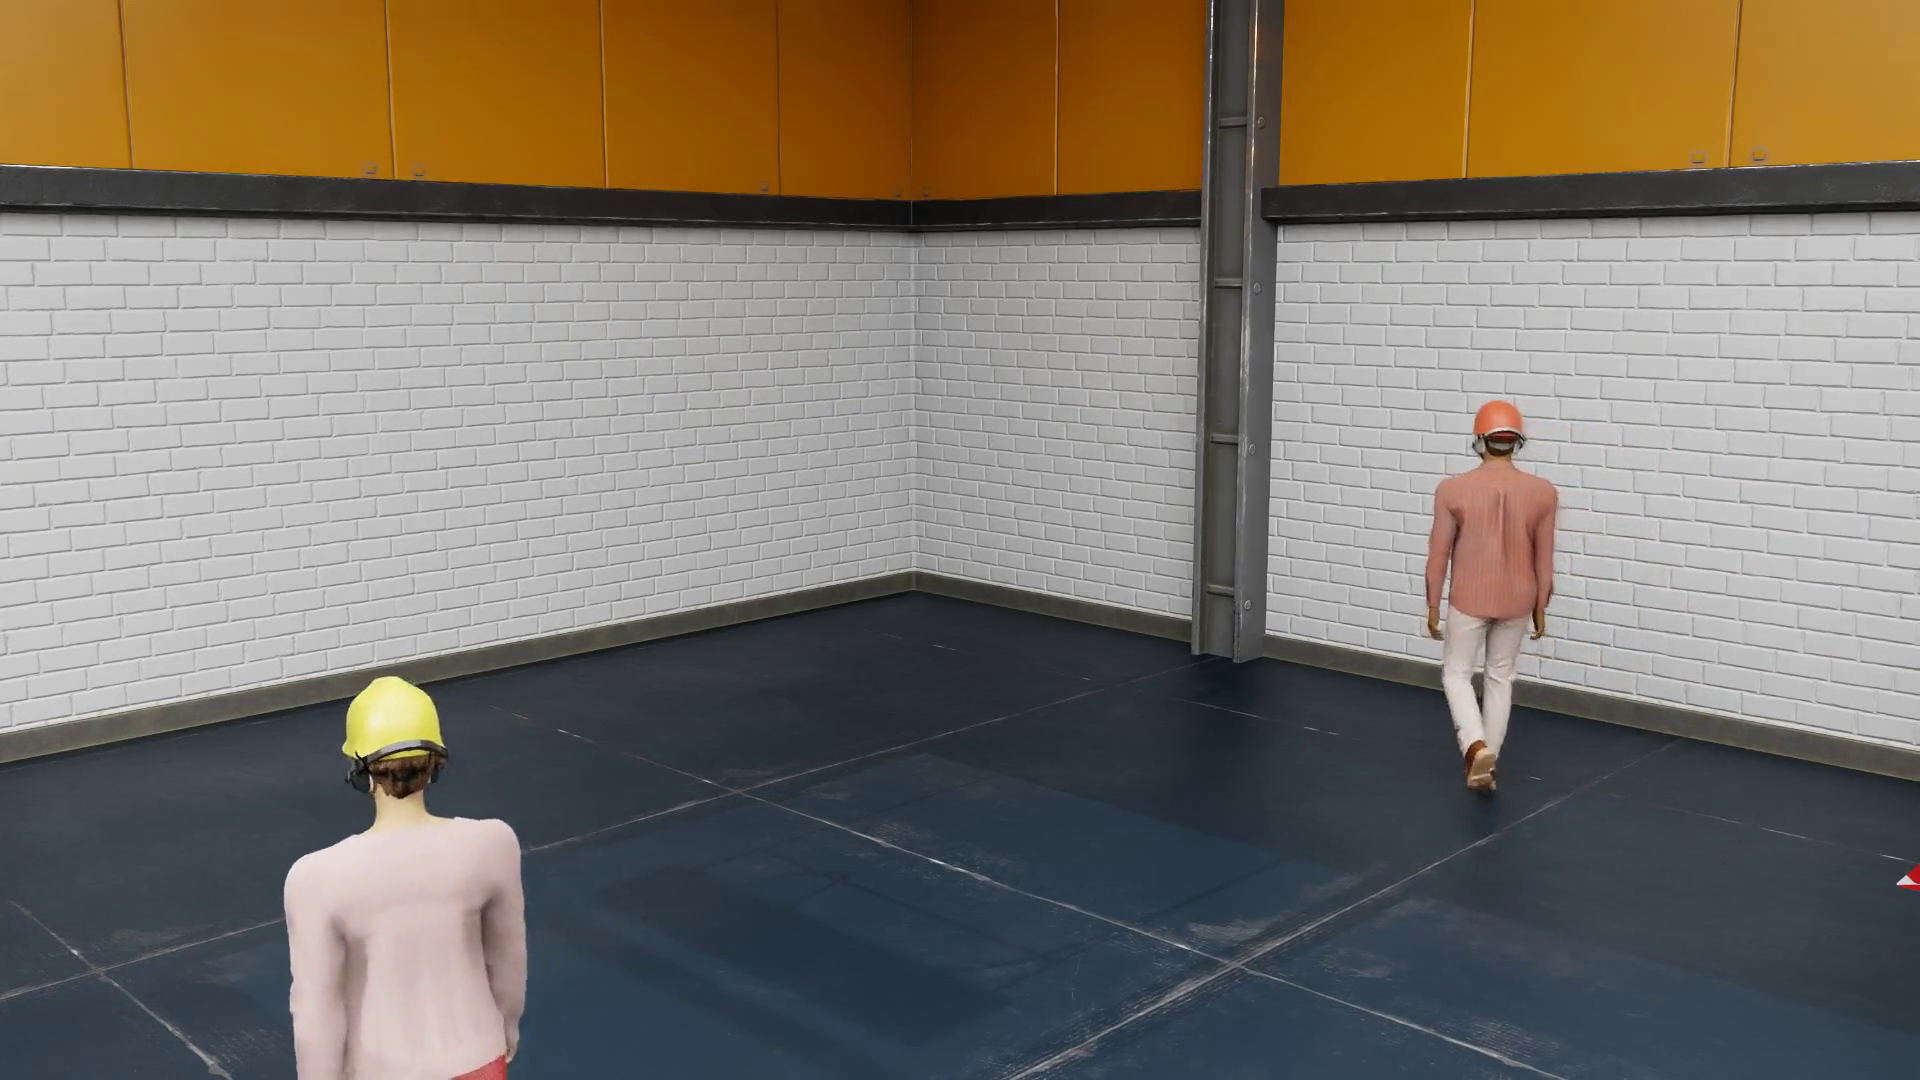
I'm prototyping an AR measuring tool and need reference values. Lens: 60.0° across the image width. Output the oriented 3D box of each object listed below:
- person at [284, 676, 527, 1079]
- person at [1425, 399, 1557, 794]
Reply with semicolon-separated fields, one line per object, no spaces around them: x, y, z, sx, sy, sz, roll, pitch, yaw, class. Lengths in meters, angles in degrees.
-1.237;1.149;3.744;0.541;1.713;0.922;-6;11;-32;person
2.608;0.302;8.164;0.620;1.975;0.680;1;9;4;person
